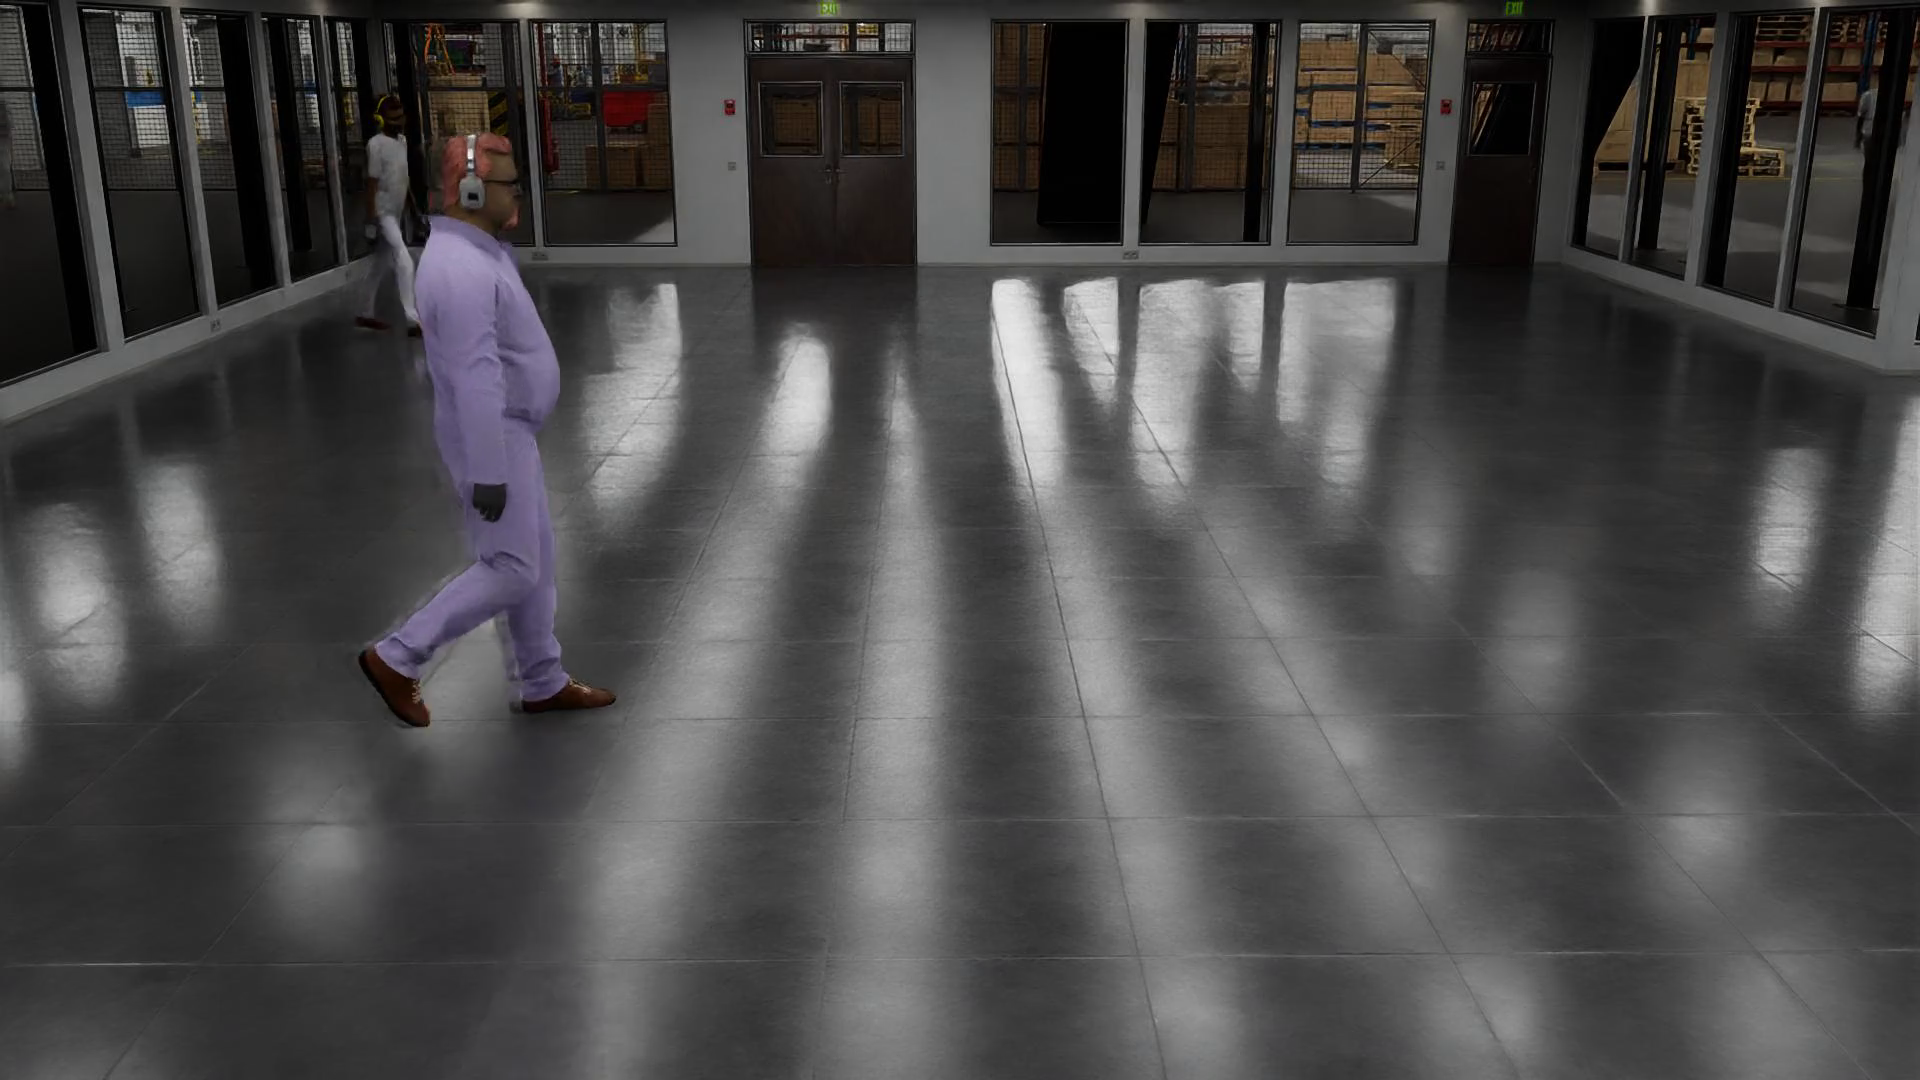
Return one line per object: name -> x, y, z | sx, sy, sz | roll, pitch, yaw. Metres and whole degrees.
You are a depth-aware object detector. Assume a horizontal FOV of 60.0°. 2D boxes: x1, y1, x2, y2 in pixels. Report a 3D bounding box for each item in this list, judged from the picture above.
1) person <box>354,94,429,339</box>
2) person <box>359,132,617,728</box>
person -> -4.351, -2.451, 12.631 | 0.810, 1.819, 0.562 | 1, 16, 3
person -> -1.508, -0.303, 5.176 | 0.686, 1.886, 0.646 | -4, 17, -14
